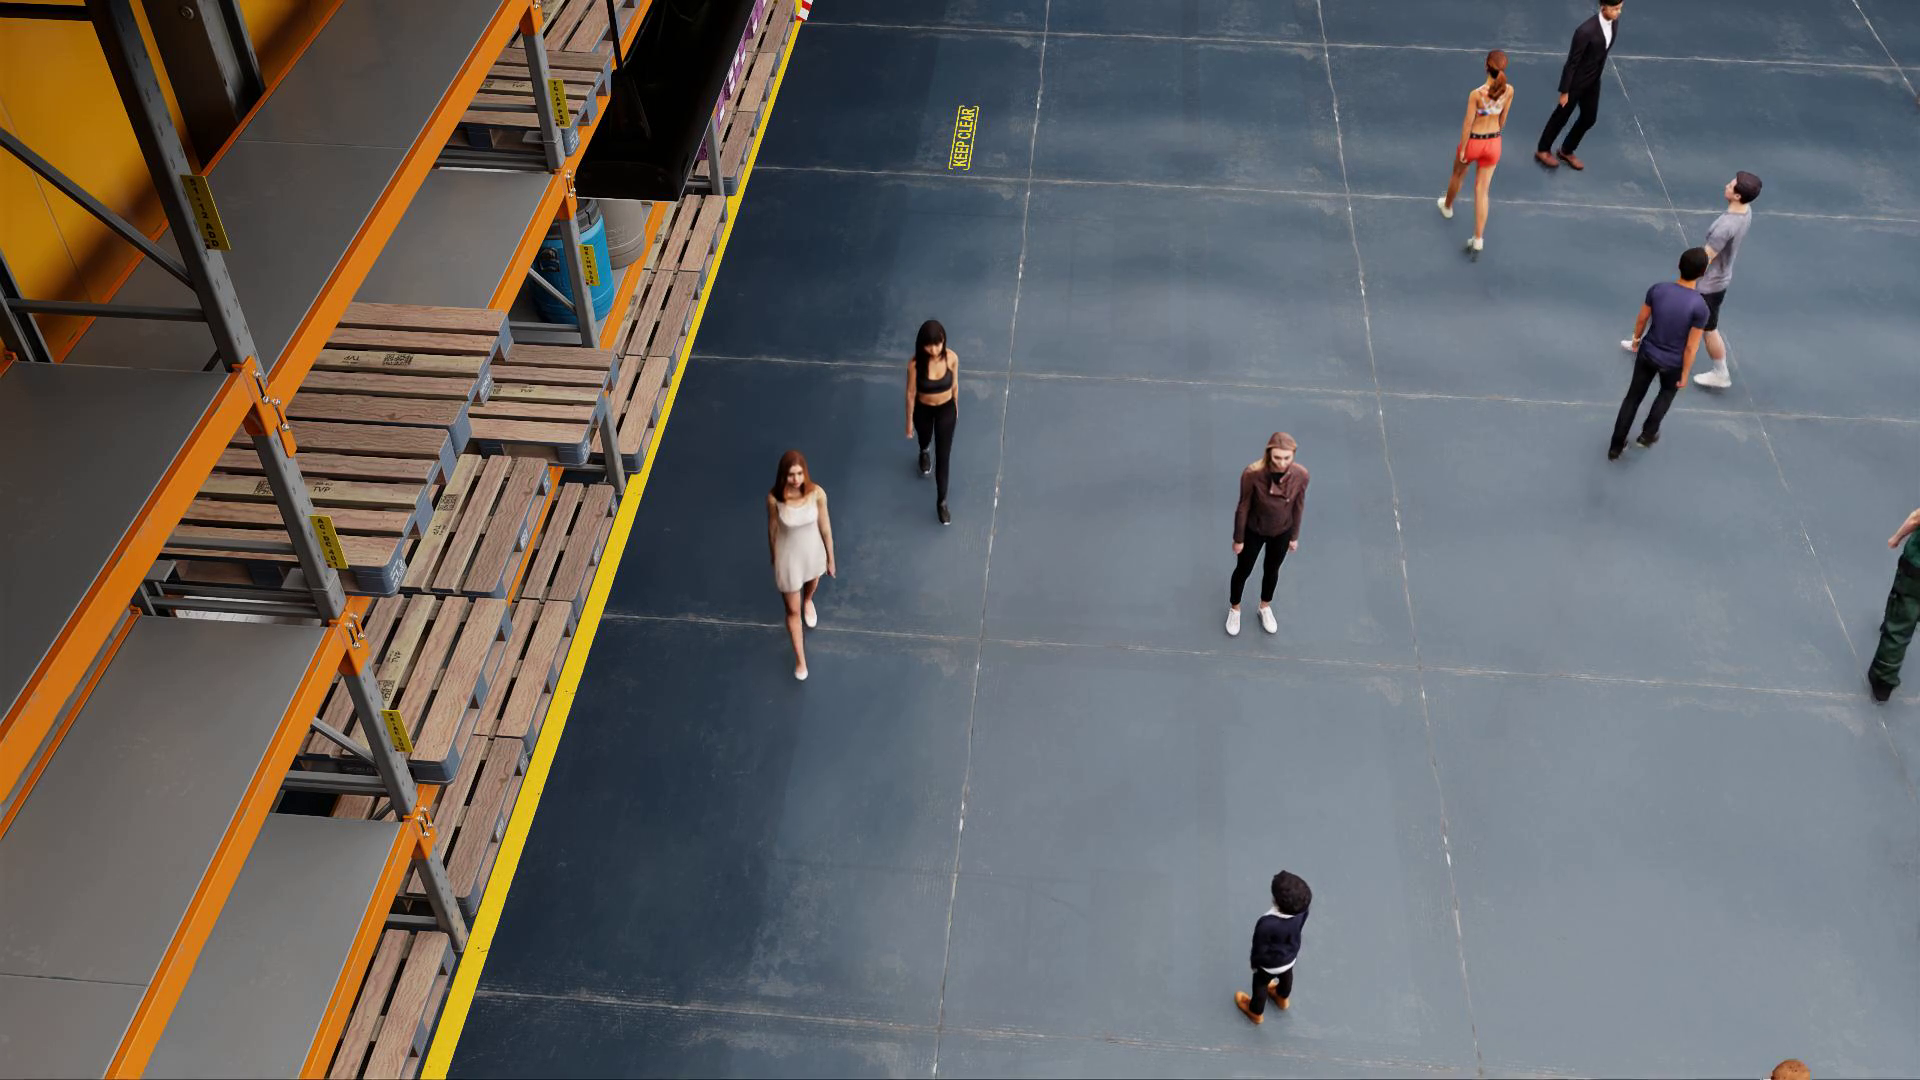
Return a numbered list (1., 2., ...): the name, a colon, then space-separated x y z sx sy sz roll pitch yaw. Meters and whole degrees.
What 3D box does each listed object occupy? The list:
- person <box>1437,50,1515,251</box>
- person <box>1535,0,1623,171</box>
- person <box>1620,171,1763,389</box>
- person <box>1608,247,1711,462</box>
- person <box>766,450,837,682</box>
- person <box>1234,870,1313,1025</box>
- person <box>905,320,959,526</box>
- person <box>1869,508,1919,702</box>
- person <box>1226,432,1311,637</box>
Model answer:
1. person: 4.576 -3.365 14.509 0.675 1.750 1.178 -2 44 -2
2. person: 5.728 -4.307 15.424 0.876 1.852 0.926 -26 50 -25
3. person: 5.948 -1.982 12.995 1.142 1.836 1.205 29 51 27
4. person: 5.161 -1.311 12.343 0.886 1.764 0.944 31 52 29
5. person: -1.062 0.019 11.015 0.758 1.670 1.131 -6 44 -6
6. person: 1.729 2.213 9.038 0.576 1.221 0.615 -22 48 -21
7. person: -0.210 -0.979 12.109 0.750 1.605 1.141 -5 44 -6
8. person: 6.225 0.257 10.634 0.868 1.851 1.233 12 45 12
9. person: 2.036 -0.059 11.072 0.631 1.705 0.548 -2 44 -2
